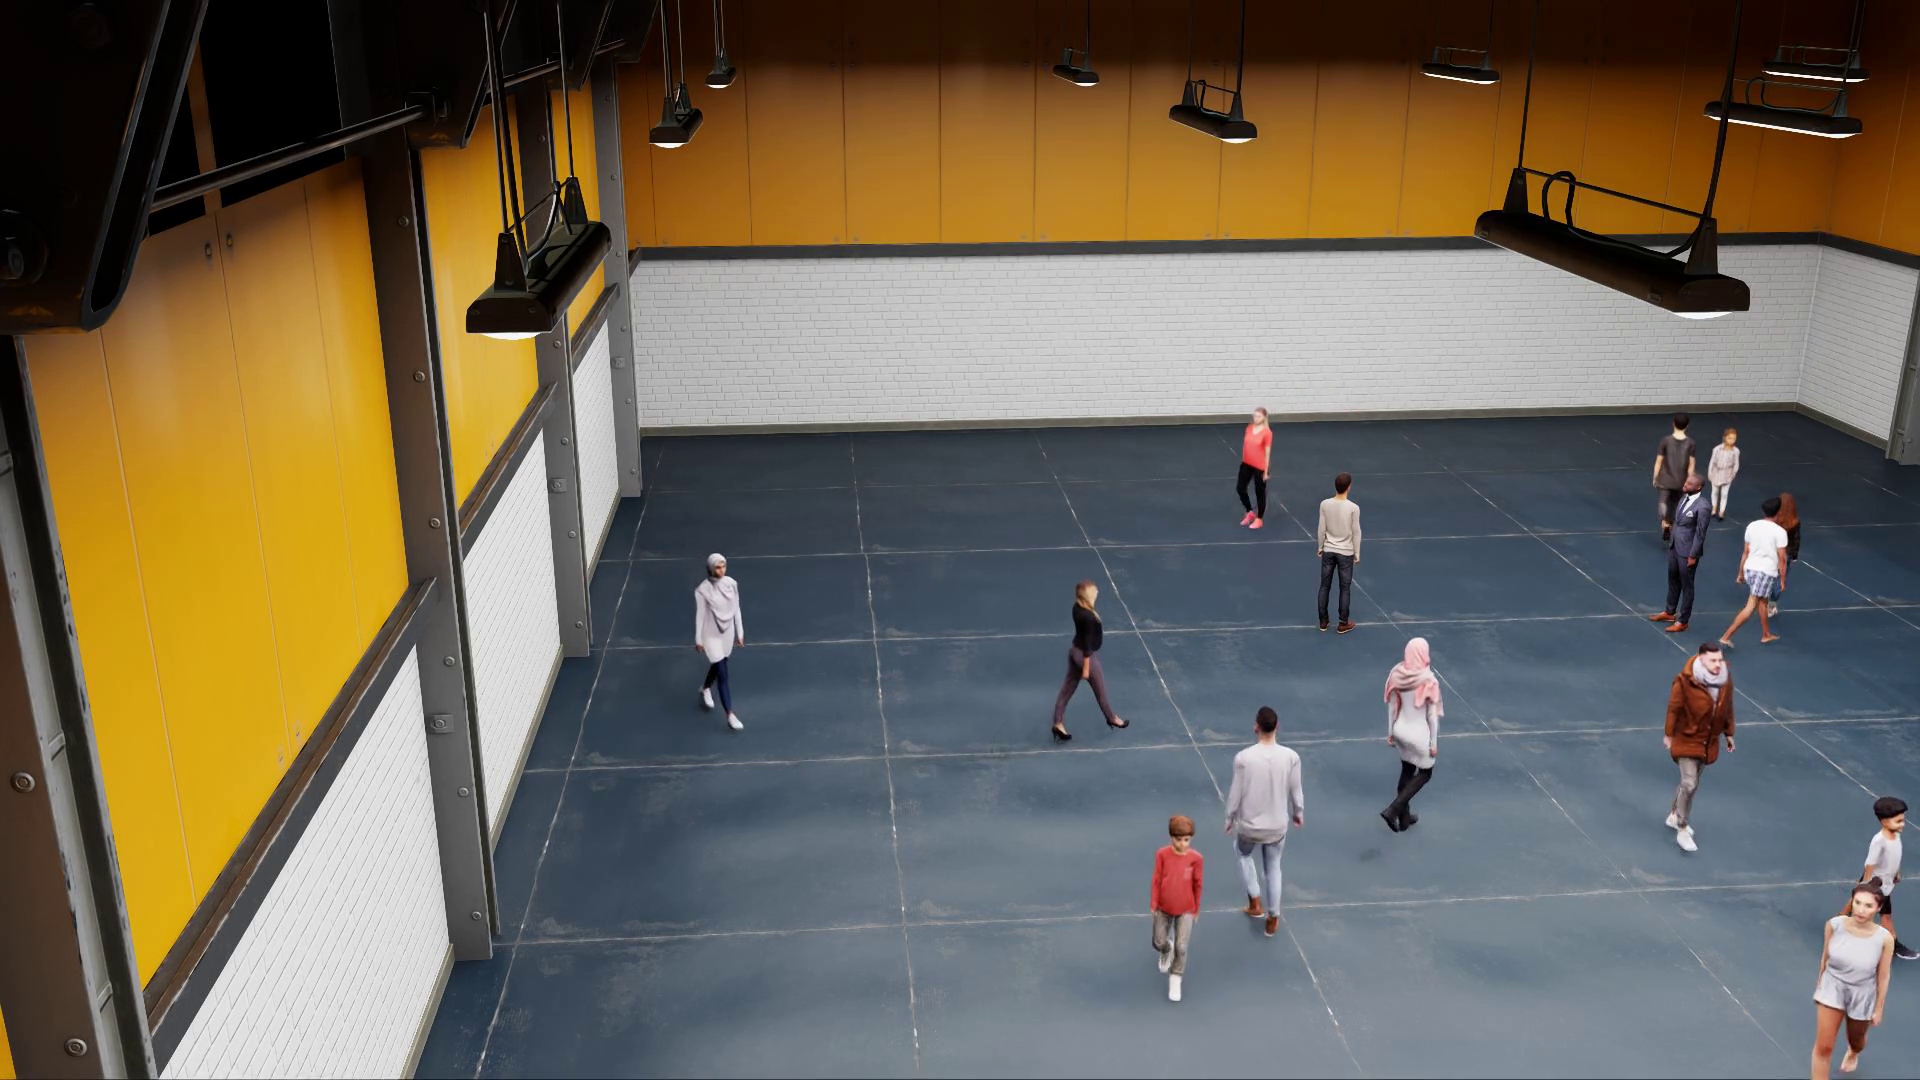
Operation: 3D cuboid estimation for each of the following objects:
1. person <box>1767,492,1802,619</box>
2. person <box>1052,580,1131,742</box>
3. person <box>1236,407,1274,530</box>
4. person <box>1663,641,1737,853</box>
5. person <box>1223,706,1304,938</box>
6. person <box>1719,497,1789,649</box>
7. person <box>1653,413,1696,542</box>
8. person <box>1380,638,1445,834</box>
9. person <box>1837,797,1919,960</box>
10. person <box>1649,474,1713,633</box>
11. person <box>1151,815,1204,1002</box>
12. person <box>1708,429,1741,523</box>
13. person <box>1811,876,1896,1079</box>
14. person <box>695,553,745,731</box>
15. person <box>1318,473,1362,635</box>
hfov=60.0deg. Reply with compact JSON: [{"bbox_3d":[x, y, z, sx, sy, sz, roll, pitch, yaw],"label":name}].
[{"bbox_3d":[9.461,0.188,19.255,0.772,1.466,0.848,10,21,26],"label":"person"},{"bbox_3d":[1.097,1.198,15.995,0.854,1.633,1.032,-7,20,-19],"label":"person"},{"bbox_3d":[4.036,-0.975,22.369,0.807,1.682,0.738,-17,25,-40],"label":"person"},{"bbox_3d":[6.250,1.686,14.259,0.801,1.815,0.886,-6,20,-18],"label":"person"},{"bbox_3d":[2.333,2.195,12.757,0.798,1.809,0.675,1,19,2],"label":"person"},{"bbox_3d":[8.723,0.415,18.246,0.929,1.680,1.136,-7,20,-20],"label":"person"},{"bbox_3d":[9.370,-0.795,21.827,0.838,1.687,1.058,5,19,14],"label":"person"},{"bbox_3d":[3.824,1.717,14.207,0.955,1.790,0.924,-16,24,-39],"label":"person"},{"bbox_3d":[6.953,2.526,12.686,0.783,1.227,0.929,-14,23,-36],"label":"person"},{"bbox_3d":[8.240,0.119,18.903,0.748,1.822,0.538,-2,19,-7],"label":"person"},{"bbox_3d":[1.568,2.622,12.115,0.623,1.409,0.755,4,19,11],"label":"person"},{"bbox_3d":[10.450,-0.911,22.823,0.796,1.271,0.986,8,20,22],"label":"person"},{"bbox_3d":[5.833,2.947,10.882,0.967,1.581,1.054,13,23,34],"label":"person"},{"bbox_3d":[-2.438,0.959,16.541,1.038,1.736,1.232,-14,23,-36],"label":"person"},{"bbox_3d":[4.267,0.139,18.771,0.742,1.868,0.770,11,21,29],"label":"person"}]
